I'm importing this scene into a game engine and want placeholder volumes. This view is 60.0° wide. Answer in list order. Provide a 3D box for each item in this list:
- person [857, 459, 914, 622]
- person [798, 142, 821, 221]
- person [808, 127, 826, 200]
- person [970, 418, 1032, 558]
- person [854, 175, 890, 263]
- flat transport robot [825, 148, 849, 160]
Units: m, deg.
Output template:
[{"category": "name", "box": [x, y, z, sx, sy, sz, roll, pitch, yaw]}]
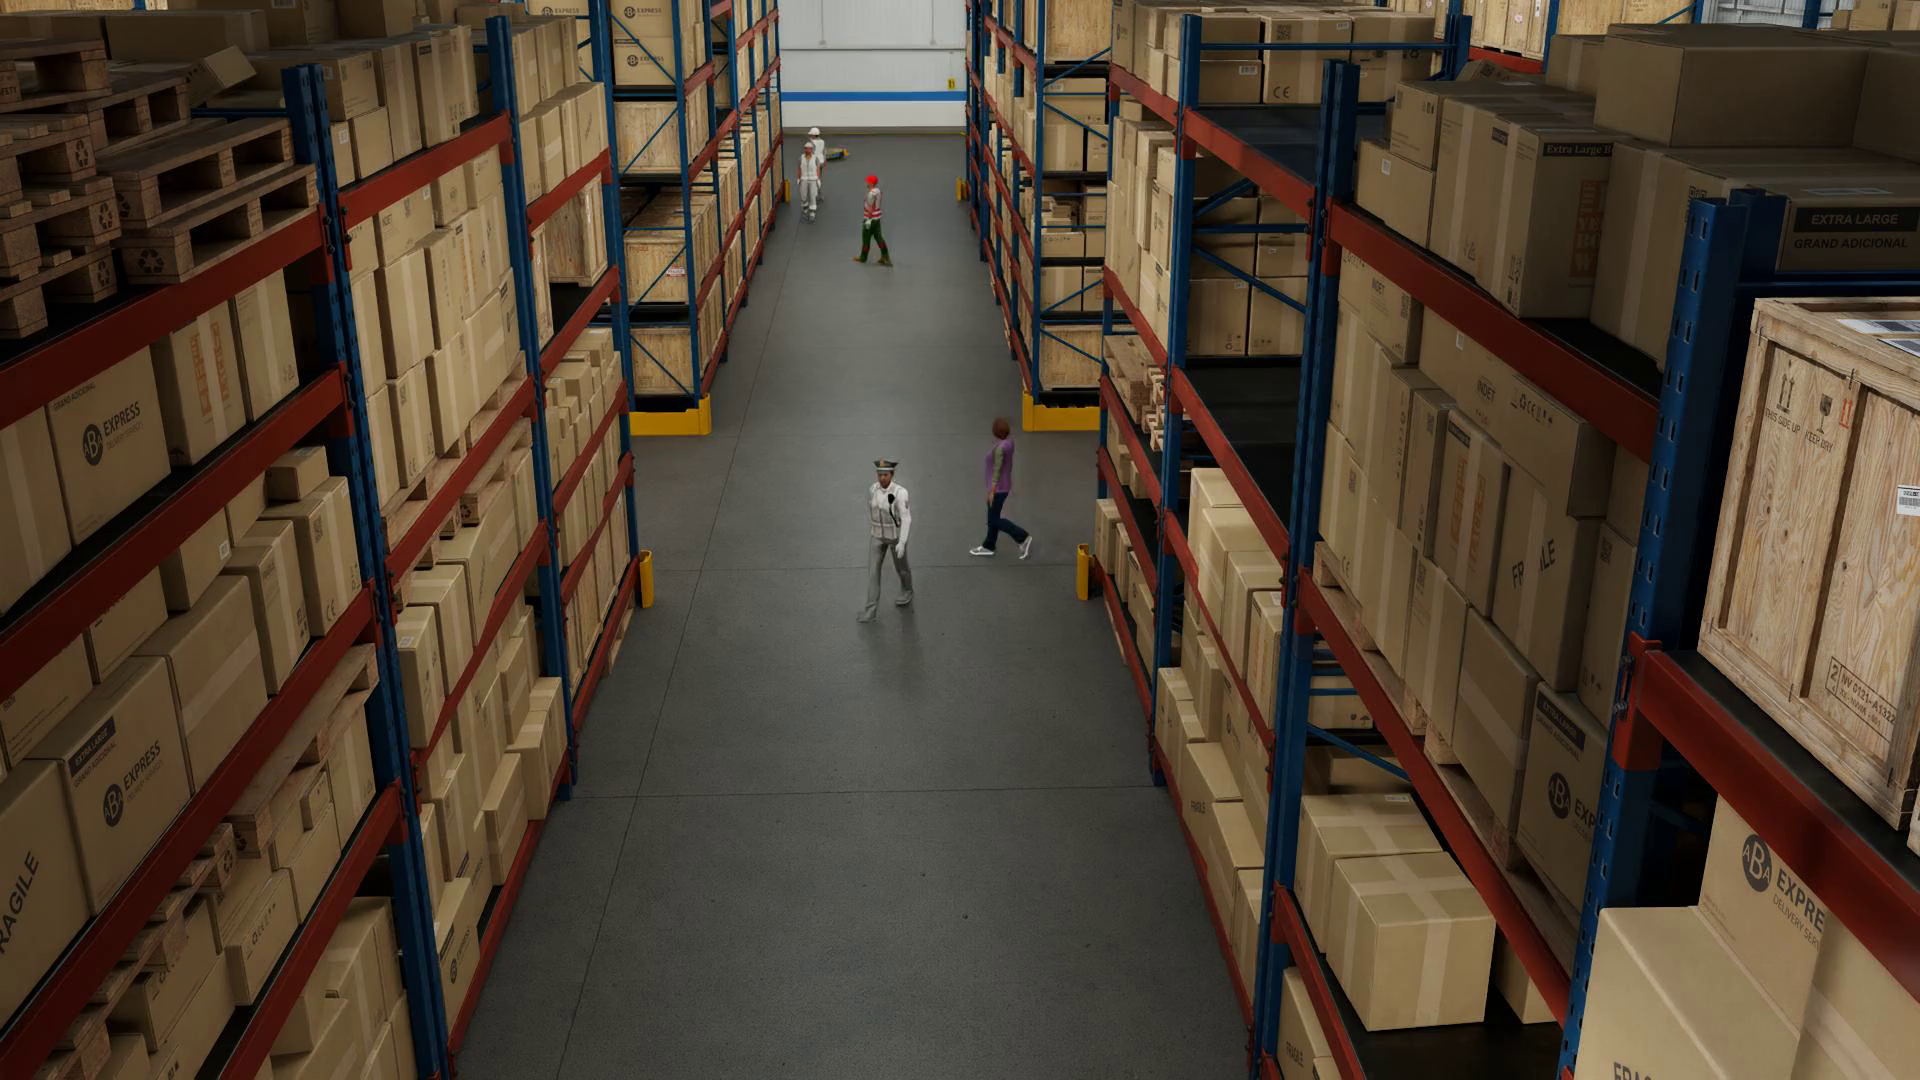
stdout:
[{"category": "person", "box": [-0.724, -0.031, 16.704, 0.508, 1.645, 0.959, 7, 22, 18]}, {"category": "person", "box": [-3.530, -8.375, 38.874, 0.549, 1.793, 0.463, 0, 20, 0]}, {"category": "person", "box": [-3.674, -9.510, 41.987, 0.713, 1.781, 0.575, 15, 25, 35]}, {"category": "person", "box": [0.447, -0.548, 18.192, 0.711, 1.593, 0.445, 4, 21, 11]}, {"category": "person", "box": [-1.834, -6.579, 34.105, 0.730, 1.800, 0.543, 9, 22, 23]}, {"category": "flat transport robot", "box": [-3.949, -11.441, 49.374, 0.659, 0.249, 1.431, 11, 23, 28]}]
